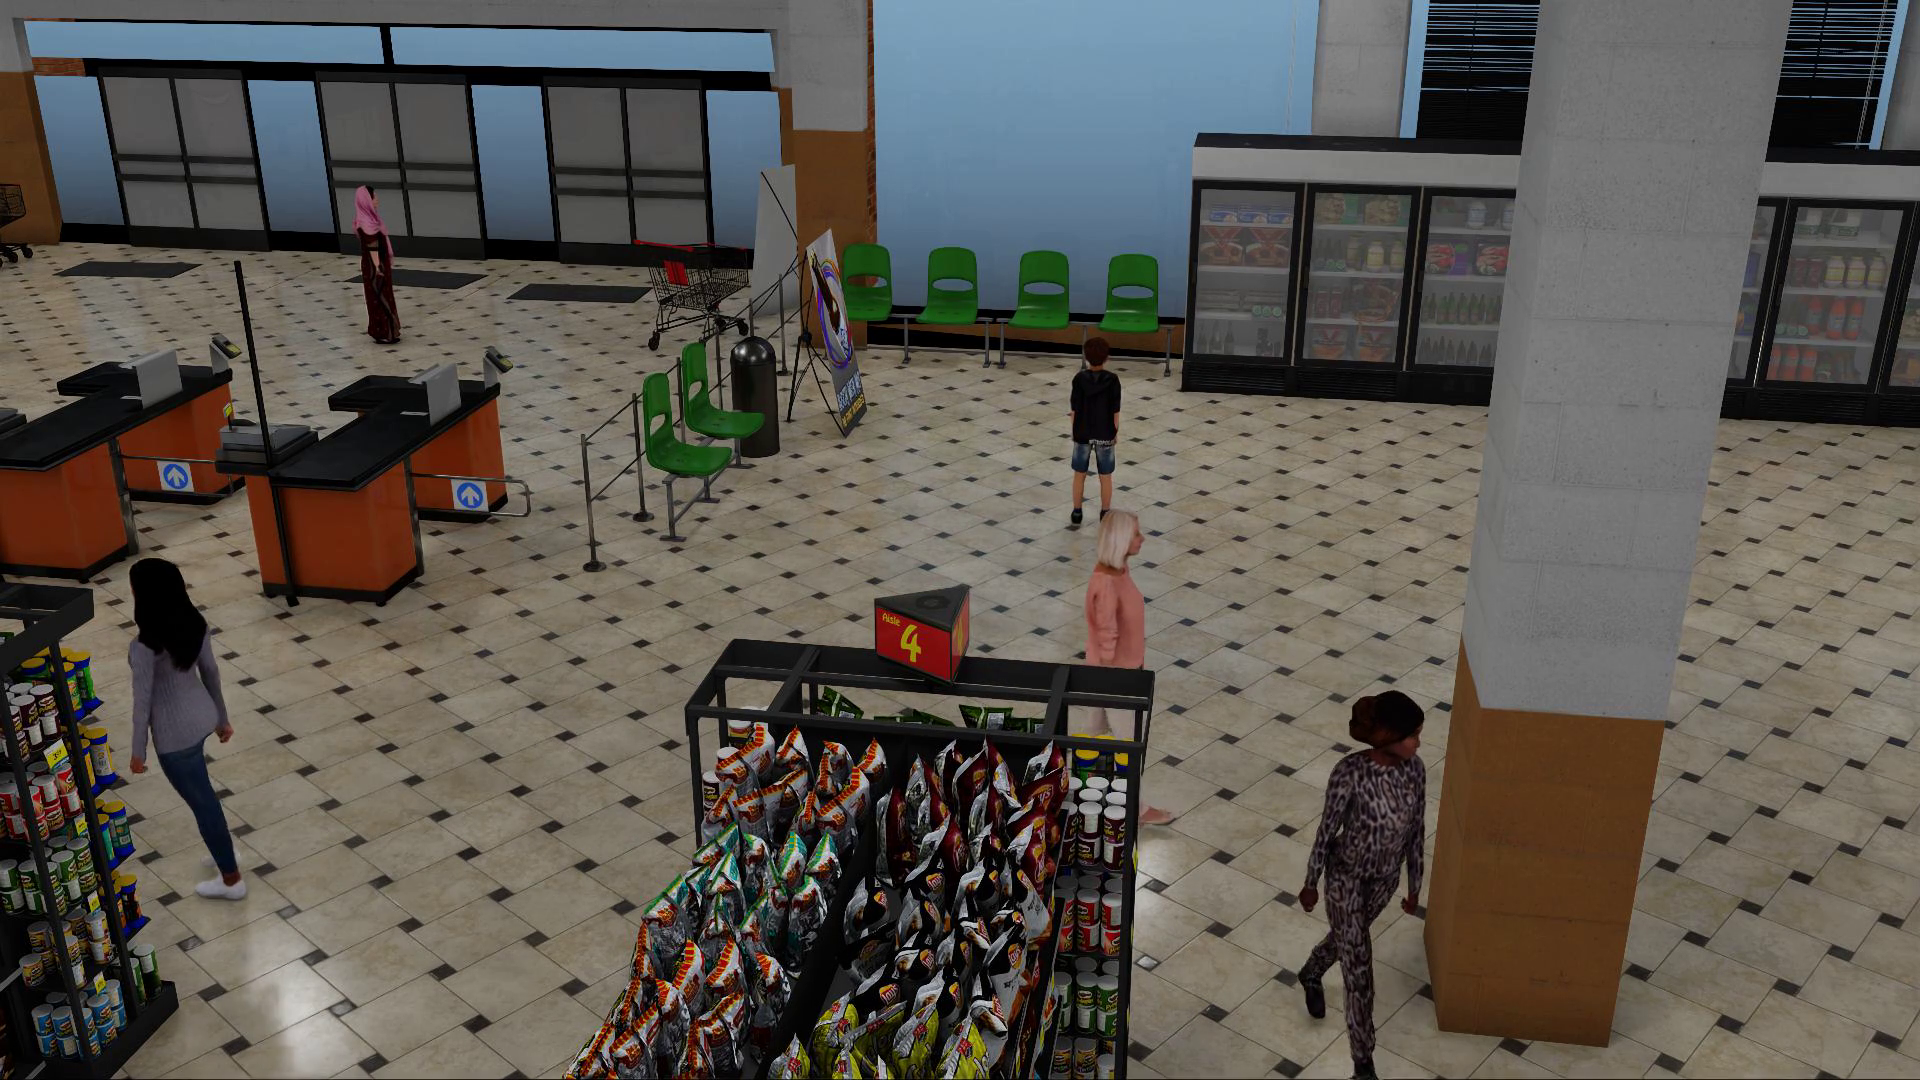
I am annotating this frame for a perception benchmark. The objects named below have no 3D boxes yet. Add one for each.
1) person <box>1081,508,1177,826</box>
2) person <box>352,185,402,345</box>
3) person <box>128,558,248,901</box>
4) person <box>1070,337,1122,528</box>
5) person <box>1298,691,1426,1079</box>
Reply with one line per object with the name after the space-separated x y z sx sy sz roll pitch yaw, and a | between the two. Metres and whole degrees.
0.717 0.640 8.441 0.690 1.721 0.730 2 22 5 | person
-6.071 -2.864 17.271 0.817 1.638 0.702 -7 23 -16 | person
-3.523 0.939 7.764 0.676 1.670 0.511 4 22 9 | person
0.998 -0.802 12.398 0.525 1.445 0.498 4 22 10 | person
1.595 1.358 6.728 0.937 1.665 1.233 -4 22 -11 | person
